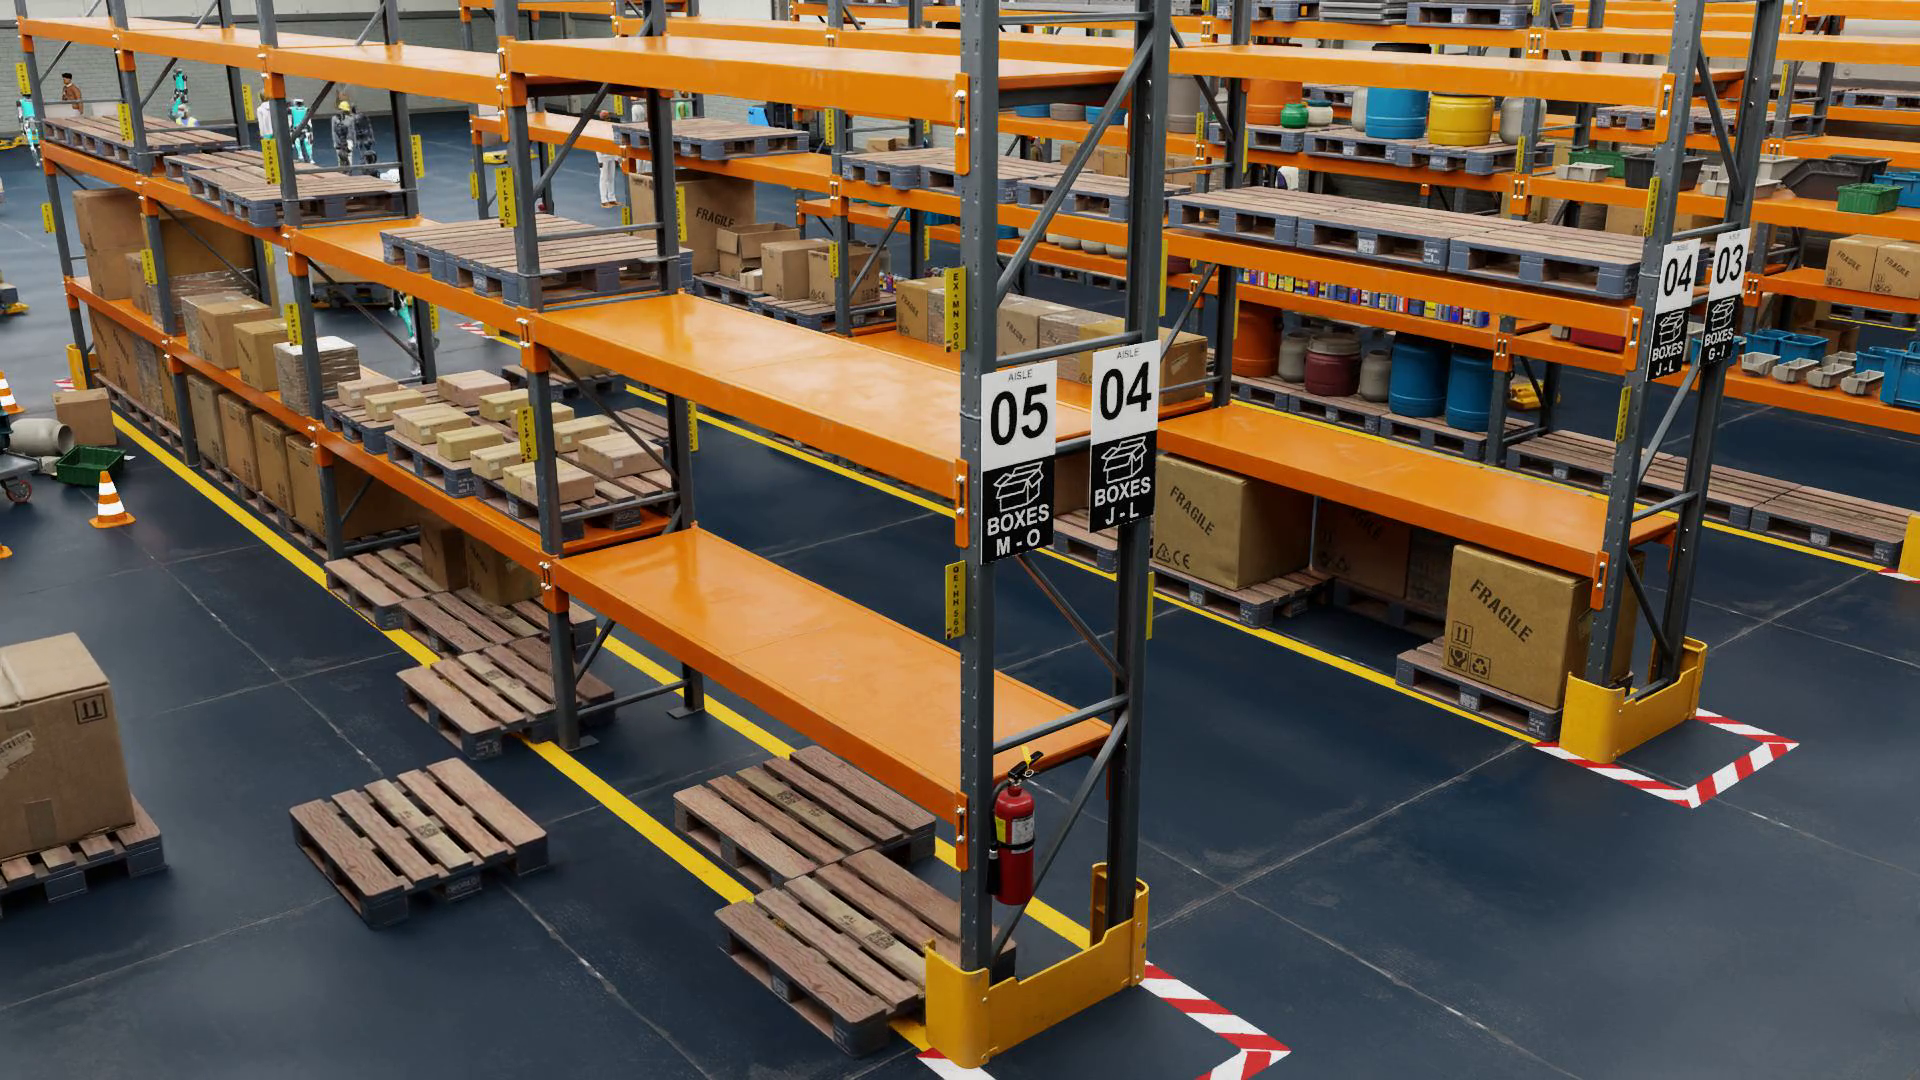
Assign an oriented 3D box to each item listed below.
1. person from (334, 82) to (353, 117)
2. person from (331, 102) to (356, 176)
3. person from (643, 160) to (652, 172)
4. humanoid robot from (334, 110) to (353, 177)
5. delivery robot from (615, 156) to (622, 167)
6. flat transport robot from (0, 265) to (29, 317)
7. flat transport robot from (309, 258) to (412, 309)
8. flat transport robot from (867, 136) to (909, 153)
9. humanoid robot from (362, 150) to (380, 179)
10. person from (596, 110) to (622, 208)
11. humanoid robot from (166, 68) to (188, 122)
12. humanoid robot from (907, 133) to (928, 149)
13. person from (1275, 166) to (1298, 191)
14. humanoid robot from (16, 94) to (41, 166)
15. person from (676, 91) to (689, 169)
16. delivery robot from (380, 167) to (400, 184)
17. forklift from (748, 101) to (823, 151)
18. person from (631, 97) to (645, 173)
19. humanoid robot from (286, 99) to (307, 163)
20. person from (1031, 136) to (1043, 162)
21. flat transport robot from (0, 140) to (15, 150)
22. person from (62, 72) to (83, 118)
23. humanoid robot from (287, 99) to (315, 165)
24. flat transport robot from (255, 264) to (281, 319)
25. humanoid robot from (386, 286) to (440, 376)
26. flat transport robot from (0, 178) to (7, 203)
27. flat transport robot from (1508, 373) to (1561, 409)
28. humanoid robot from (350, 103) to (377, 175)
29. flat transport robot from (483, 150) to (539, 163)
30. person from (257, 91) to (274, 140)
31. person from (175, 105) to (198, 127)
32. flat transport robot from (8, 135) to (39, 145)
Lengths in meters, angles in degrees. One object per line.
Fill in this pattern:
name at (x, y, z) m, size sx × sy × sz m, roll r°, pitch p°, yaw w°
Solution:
person at (-18.283, -13.215, 49.148) m, size 0.521 × 1.857 × 0.526 m, roll 15°, pitch 24°, yaw 36°
person at (-13.744, -8.910, 37.097) m, size 0.530 × 1.721 × 0.854 m, roll -11°, pitch 22°, yaw -29°
person at (-5.202, -5.943, 28.312) m, size 0.367 × 1.959 × 0.602 m, roll 0°, pitch 19°, yaw -1°
humanoid robot at (-13.162, -8.350, 35.570) m, size 0.343 × 1.654 × 0.591 m, roll -5°, pitch 20°, yaw -13°
delivery robot at (-8.166, -9.083, 39.345) m, size 0.522 × 0.587 × 0.749 m, roll -11°, pitch 22°, yaw -29°
flat transport robot at (-13.791, -3.204, 23.054) m, size 0.659 × 0.231 × 1.431 m, roll 18°, pitch 26°, yaw 41°
flat transport robot at (-8.558, -3.495, 23.883) m, size 1.431 × 0.231 × 0.659 m, roll -1°, pitch 19°, yaw -4°
flat transport robot at (-1.490, -8.140, 37.102) m, size 0.659 × 0.231 × 1.431 m, roll 2°, pitch 20°, yaw 7°
humanoid robot at (-9.946, -5.772, 28.217) m, size 0.315 × 1.657 × 0.599 m, roll -6°, pitch 20°, yaw -17°
person at (-6.993, -7.558, 33.015) m, size 0.356 × 1.882 × 0.573 m, roll 9°, pitch 21°, yaw 25°
humanoid robot at (-22.111, -12.420, 46.866) m, size 0.533 × 1.677 × 0.735 m, roll 12°, pitch 23°, yaw 31°
humanoid robot at (-0.509, -6.892, 31.372) m, size 0.970 × 1.771 × 0.537 m, roll -15°, pitch 24°, yaw -36°
person at (5.323, -5.485, 27.184) m, size 0.388 × 1.839 × 0.559 m, roll 15°, pitch 24°, yaw 36°
humanoid robot at (-21.727, -9.542, 39.037) m, size 0.540 × 1.899 × 0.714 m, roll -12°, pitch 23°, yaw -31°
person at (-6.366, -9.446, 38.246) m, size 0.402 × 1.978 × 0.484 m, roll -4°, pitch 20°, yaw -12°
delivery robot at (-11.918, -7.588, 35.114) m, size 0.499 × 0.605 × 0.799 m, roll 7°, pitch 21°, yaw 20°
forklift at (-4.526, -11.368, 42.374) m, size 1.129 × 2.768 × 1.873 m, roll -15°, pitch 24°, yaw -37°
person at (-7.281, -9.164, 37.566) m, size 0.352 × 1.898 × 0.562 m, roll 6°, pitch 20°, yaw 16°
humanoid robot at (-15.418, -9.330, 38.375) m, size 0.621 × 1.636 × 0.589 m, roll 5°, pitch 20°, yaw 15°
person at (1.396, -6.761, 30.937) m, size 0.411 × 1.757 × 0.553 m, roll 6°, pitch 20°, yaw 16°
flat transport robot at (-25.238, -10.168, 42.875) m, size 1.431 × 0.231 × 0.659 m, roll 2°, pitch 19°, yaw 6°
person at (-23.533, -11.460, 44.156) m, size 0.790 × 1.856 × 0.395 m, roll 10°, pitch 22°, yaw 26°
humanoid robot at (-14.628, -8.900, 37.078) m, size 0.572 × 1.773 × 0.866 m, roll -12°, pitch 23°, yaw -30°
flat transport robot at (-9.123, -2.487, 21.013) m, size 1.431 × 0.231 × 0.659 m, roll -6°, pitch 20°, yaw -17°
humanoid robot at (-6.455, -2.817, 19.718) m, size 0.642 × 1.773 × 0.547 m, roll 17°, pitch 25°, yaw 39°
flat transport robot at (-19.140, -6.313, 31.903) m, size 0.659 × 0.231 × 1.431 m, roll -1°, pitch 19°, yaw -3°
flat transport robot at (6.032, -1.756, 18.934) m, size 0.659 × 0.231 × 1.431 m, roll -13°, pitch 23°, yaw -33°
humanoid robot at (-13.673, -9.182, 38.050) m, size 0.633 × 1.626 × 0.792 m, roll -4°, pitch 20°, yaw -11°
flat transport robot at (-11.036, -9.385, 40.645) m, size 0.659 × 0.231 × 1.431 m, roll 11°, pitch 22°, yaw 28°
person at (-15.523, -9.125, 37.434) m, size 0.363 × 1.911 × 0.494 m, roll 15°, pitch 24°, yaw 36°
person at (-16.063, -8.100, 34.620) m, size 0.520 × 1.848 × 0.971 m, roll 0°, pitch 19°, yaw -1°
flat transport robot at (-24.378, -10.607, 44.123) m, size 1.431 × 0.231 × 0.659 m, roll -4°, pitch 20°, yaw -12°
